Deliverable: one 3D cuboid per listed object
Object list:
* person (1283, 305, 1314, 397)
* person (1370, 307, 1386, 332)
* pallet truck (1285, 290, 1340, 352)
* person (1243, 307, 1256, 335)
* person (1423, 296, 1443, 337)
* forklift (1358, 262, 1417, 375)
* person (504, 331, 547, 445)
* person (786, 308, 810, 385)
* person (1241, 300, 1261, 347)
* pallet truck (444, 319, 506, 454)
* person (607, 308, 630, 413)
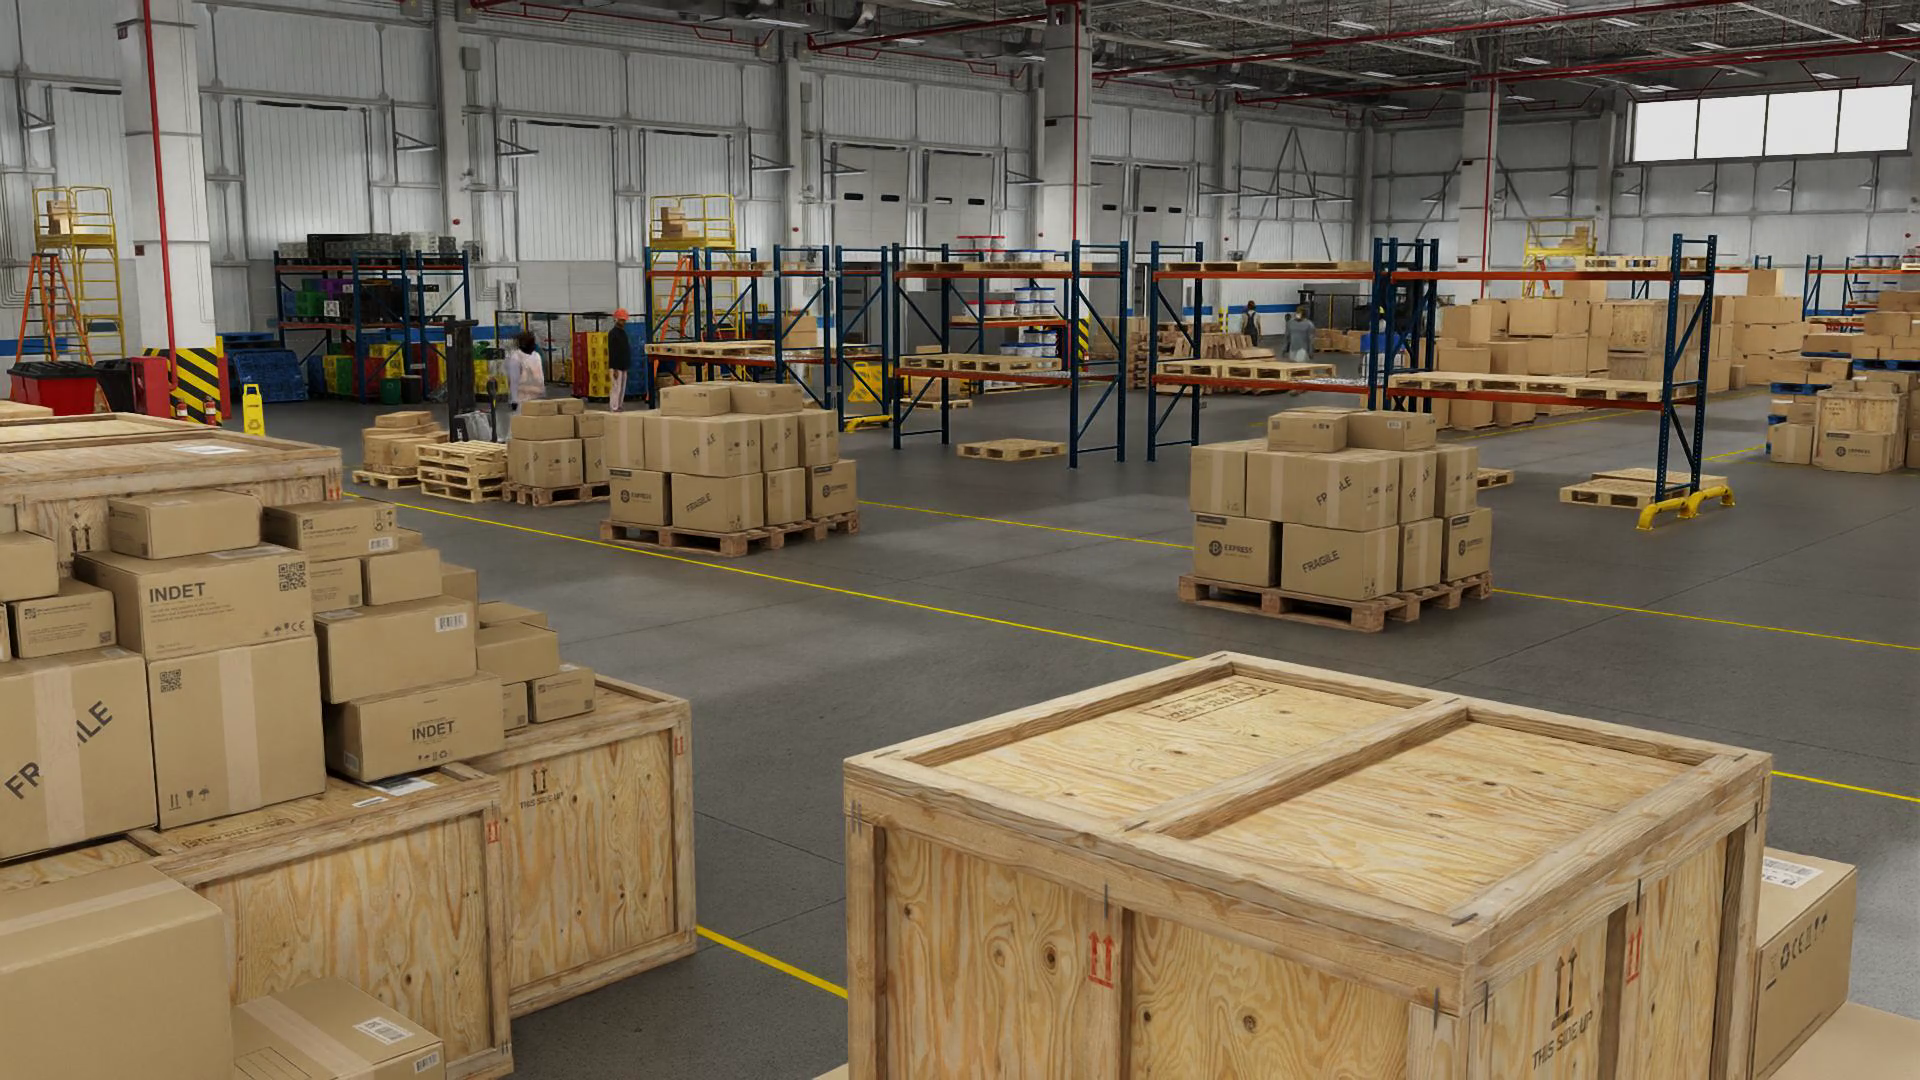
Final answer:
[{"bbox_3d":[7.135,-3.971,34.872,0.637,1.913,0.846,8,12,40],"label":"person"},{"bbox_3d":[10.188,-4.811,40.519,0.485,1.744,0.294,-5,11,-28],"label":"person"},{"bbox_3d":[11.297,-6.951,52.861,1.885,1.965,0.823,-5,11,-29],"label":"pallet truck"},{"bbox_3d":[8.127,-5.806,46.995,0.515,1.621,0.516,-8,12,-41],"label":"person"},{"bbox_3d":[12.766,-5.593,44.777,0.652,1.915,0.665,6,11,33],"label":"person"},{"bbox_3d":[10.645,-5.409,40.711,1.129,2.768,1.873,7,11,36],"label":"forklift"},{"bbox_3d":[-6.039,-1.984,22.979,0.830,1.816,0.629,2,10,15],"label":"person"},{"bbox_3d":[-3.299,-3.741,33.587,0.589,1.872,0.543,1,9,8],"label":"person"},{"bbox_3d":[7.522,-5.273,43.054,0.505,1.842,0.345,2,10,13],"label":"person"},{"bbox_3d":[-6.981,-1.942,22.150,1.885,1.965,0.823,1,9,9],"label":"pallet truck"},{"bbox_3d":[-5.749,-2.916,28.151,0.392,1.988,0.609,1,9,8],"label":"person"}]
